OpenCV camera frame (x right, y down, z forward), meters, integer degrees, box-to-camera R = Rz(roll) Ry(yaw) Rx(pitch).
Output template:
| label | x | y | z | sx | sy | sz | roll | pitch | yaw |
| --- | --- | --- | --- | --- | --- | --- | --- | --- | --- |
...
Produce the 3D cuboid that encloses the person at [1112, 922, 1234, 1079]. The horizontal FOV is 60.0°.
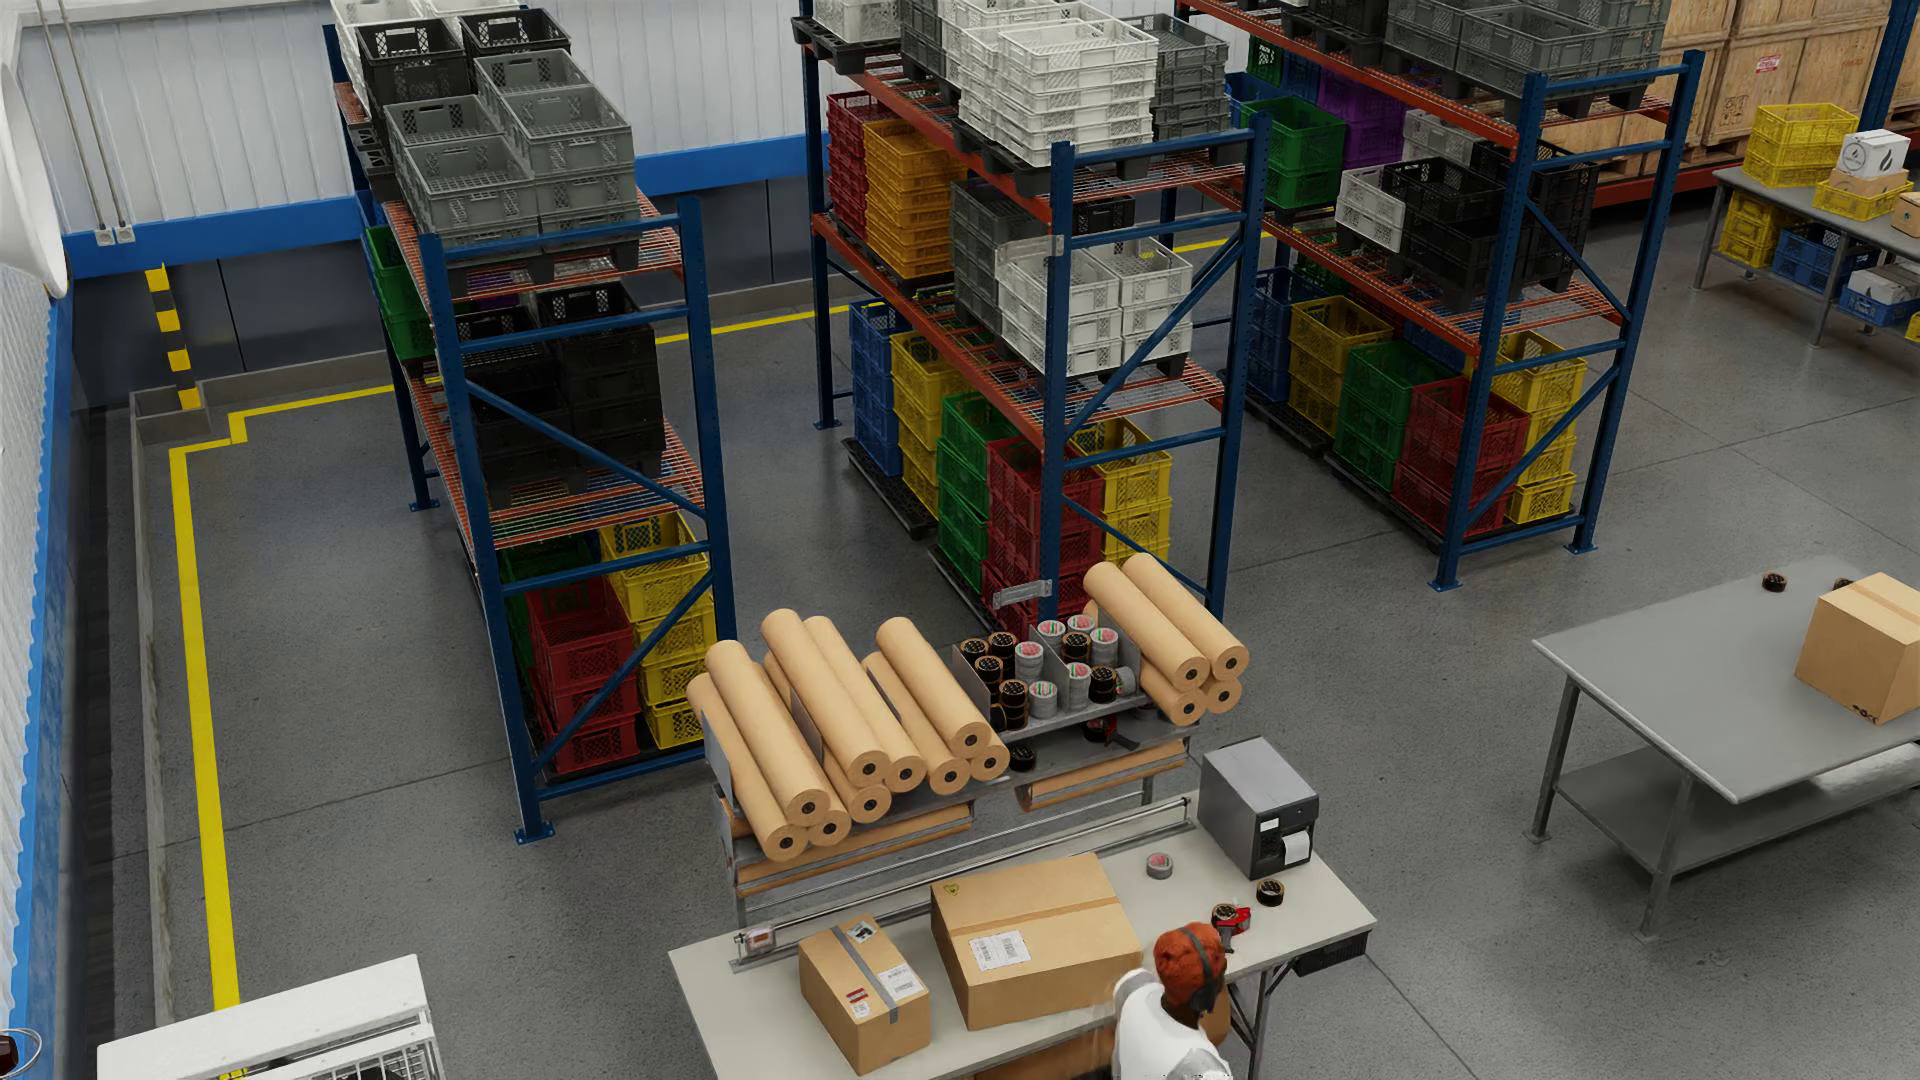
| label | x | y | z | sx | sy | sz | roll | pitch | yaw |
| --- | --- | --- | --- | --- | --- | --- | --- | --- | --- |
| person | 0.625 | 1.957 | 5.273 | 0.685 | 1.859 | 0.583 | -11 | 33 | -17 |
